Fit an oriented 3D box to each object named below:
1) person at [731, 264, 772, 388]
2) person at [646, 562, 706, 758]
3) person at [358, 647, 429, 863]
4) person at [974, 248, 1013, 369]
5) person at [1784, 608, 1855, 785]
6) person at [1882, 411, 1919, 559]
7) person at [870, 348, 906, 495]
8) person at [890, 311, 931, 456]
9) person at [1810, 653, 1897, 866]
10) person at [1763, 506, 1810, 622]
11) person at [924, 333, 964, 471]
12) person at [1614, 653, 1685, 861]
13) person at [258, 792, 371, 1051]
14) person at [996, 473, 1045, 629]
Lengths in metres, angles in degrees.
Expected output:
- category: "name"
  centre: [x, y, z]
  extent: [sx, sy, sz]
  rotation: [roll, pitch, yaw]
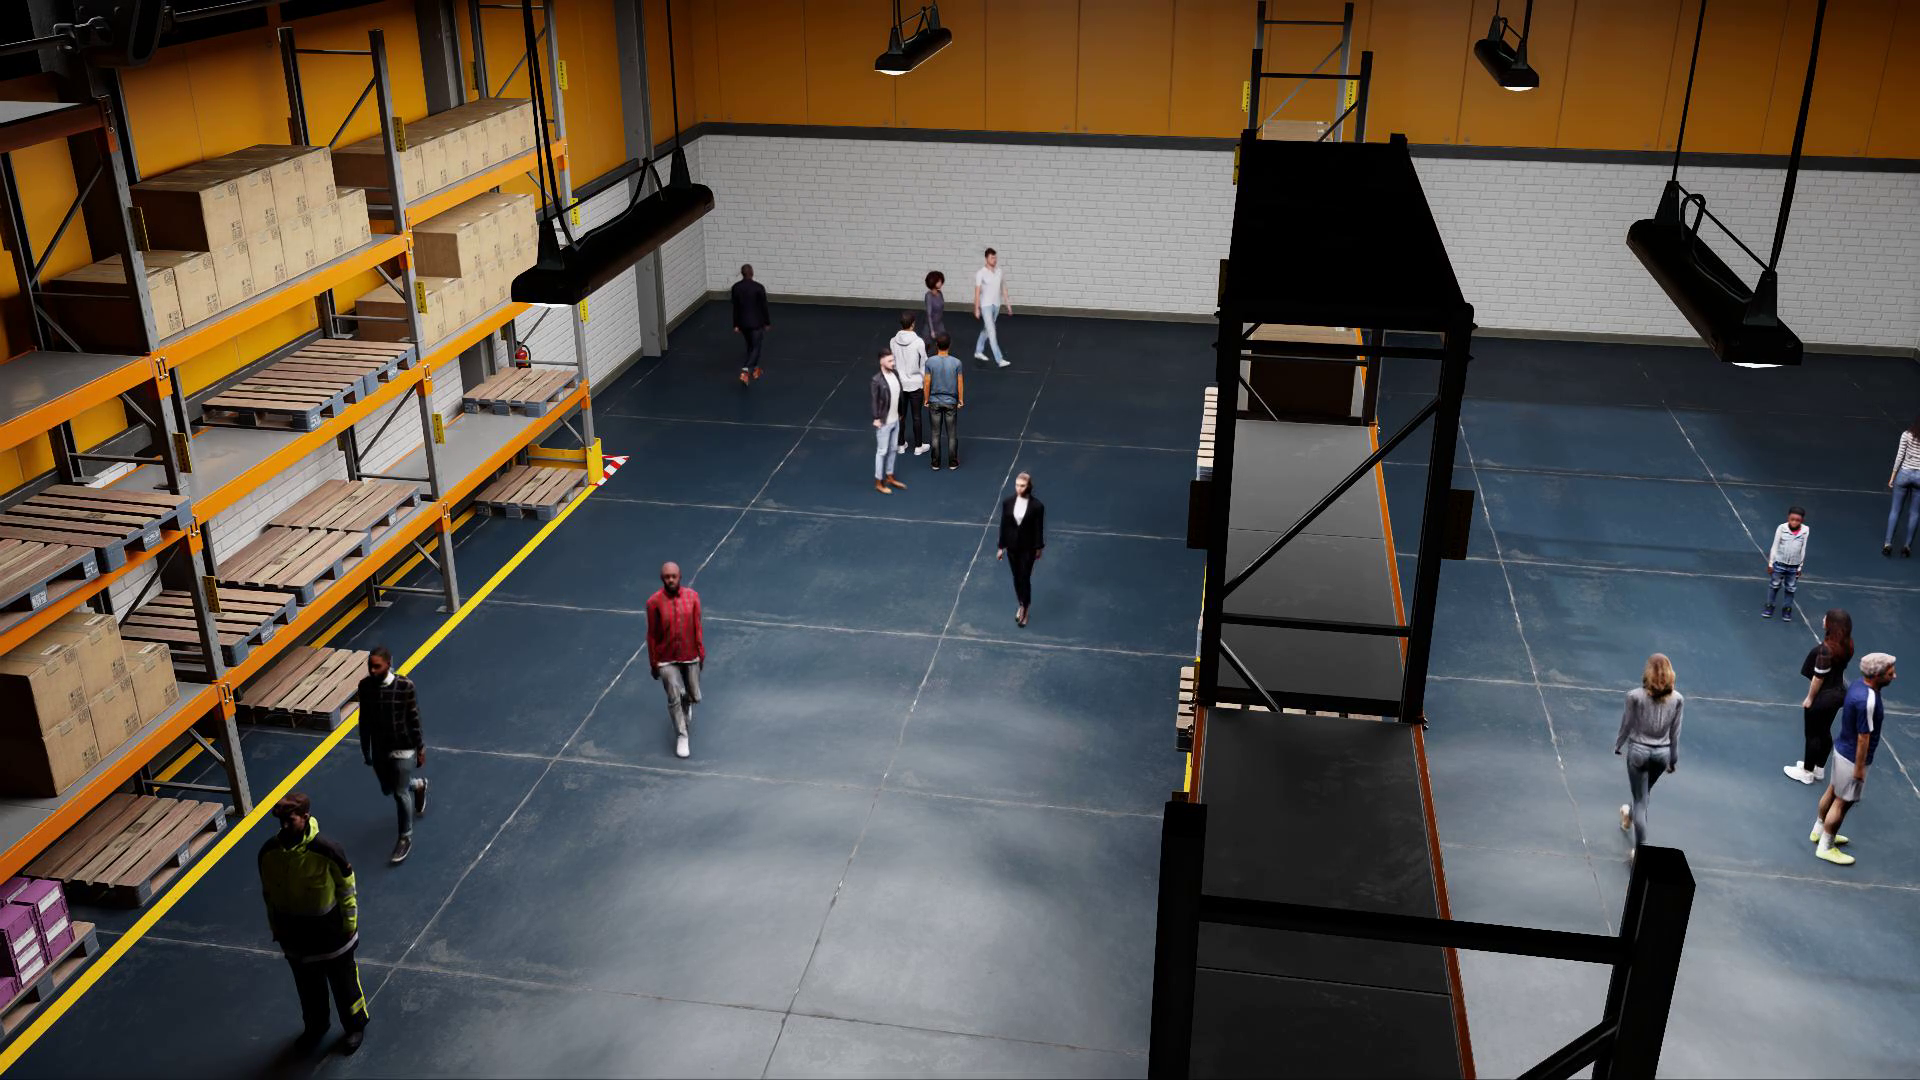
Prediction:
- category: "person"
  centre: [-3.111, -3.140, 24.524]
  extent: [0.864, 1.788, 1.220]
  rotation: [10, 25, 21]
- category: "person"
  centre: [-2.566, 1.013, 14.997]
  extent: [0.912, 1.808, 1.062]
  rotation: [-7, 24, -15]
- category: "person"
  centre: [-4.562, 1.653, 13.548]
  extent: [0.691, 1.795, 1.066]
  rotation: [3, 24, 6]
- category: "person"
  centre: [0.407, -3.555, 25.459]
  extent: [1.209, 1.797, 1.210]
  rotation: [-19, 30, -37]
- category: "person"
  centre: [7.508, 1.353, 14.434]
  extent: [0.709, 1.637, 0.773]
  rotation: [-17, 29, -34]
- category: "person"
  centre: [10.770, -0.654, 18.827]
  extent: [0.657, 1.794, 0.622]
  rotation: [12, 26, 26]
- category: "person"
  centre: [-0.913, -1.508, 20.730]
  extent: [0.789, 1.836, 0.633]
  rotation: [16, 28, 32]
- category: "person"
  centre: [-0.670, -2.073, 21.903]
  extent: [0.714, 1.930, 0.646]
  rotation: [8, 25, 18]
- category: "person"
  centre: [7.181, 1.710, 13.367]
  extent: [0.723, 1.836, 0.515]
  rotation: [7, 25, 17]
- category: "person"
  centre: [8.712, 0.219, 17.500]
  extent: [0.526, 1.257, 0.549]
  rotation: [10, 25, 21]
- category: "person"
  centre: [-0.216, -1.786, 21.397]
  extent: [0.696, 1.809, 0.585]
  rotation: [0, 24, 1]
- category: "person"
  centre: [5.503, 1.800, 13.264]
  extent: [0.614, 1.753, 1.025]
  rotation: [4, 24, 9]
- category: "person"
  centre: [-4.358, 2.562, 11.235]
  extent: [0.804, 1.982, 0.687]
  rotation: [1, 24, 2]
- category: "person"
  centre: [0.666, 0.069, 17.306]
  extent: [0.680, 1.687, 0.702]
  rotation: [10, 25, 21]
